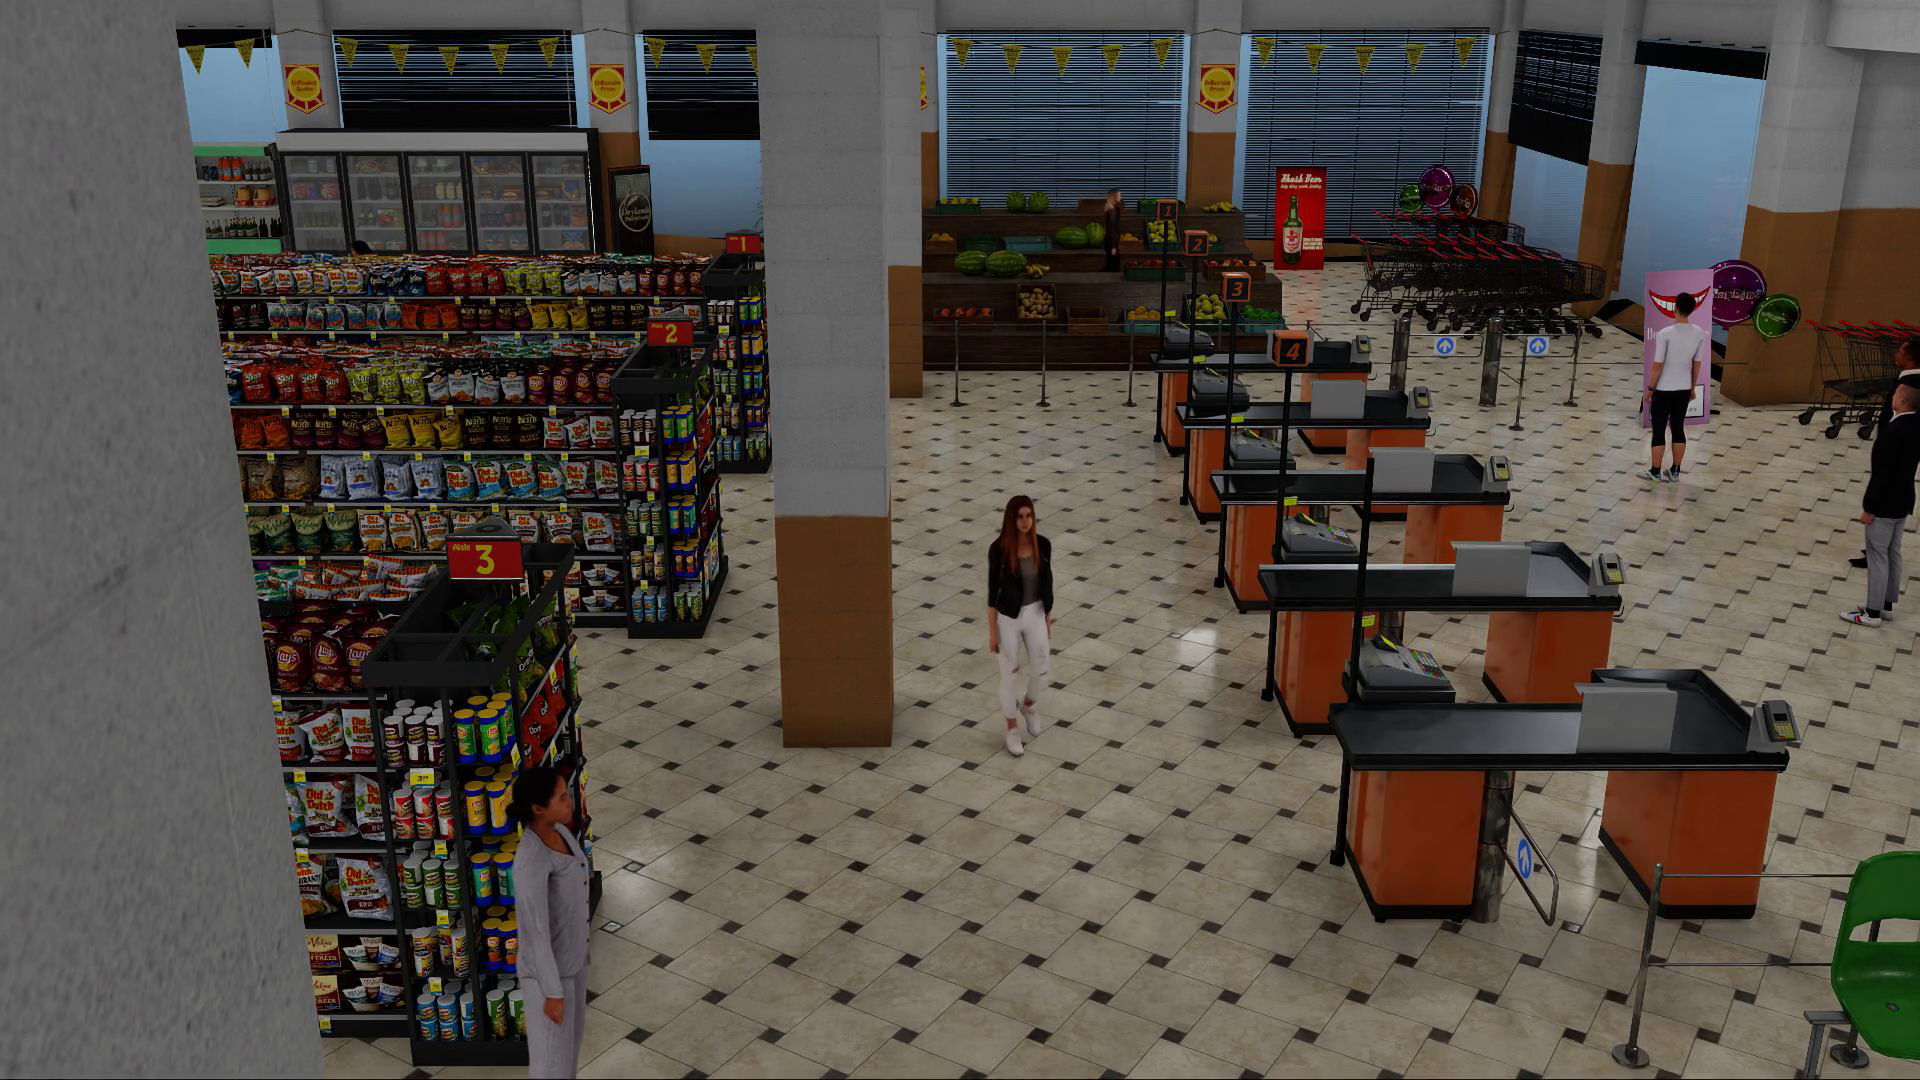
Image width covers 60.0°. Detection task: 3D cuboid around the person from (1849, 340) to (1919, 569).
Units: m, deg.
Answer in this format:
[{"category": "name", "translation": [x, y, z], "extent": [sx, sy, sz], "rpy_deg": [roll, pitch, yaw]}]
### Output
[{"category": "person", "translation": [7.739, -0.702, 13.723], "extent": [0.825, 1.918, 0.769], "rpy_deg": [17, 25, 41]}]

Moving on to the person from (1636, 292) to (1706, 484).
[{"category": "person", "translation": [6.914, -1.478, 16.132], "extent": [0.554, 1.851, 0.776], "rpy_deg": [-3, 19, -10]}]

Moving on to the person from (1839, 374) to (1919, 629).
[{"category": "person", "translation": [7.004, -0.308, 12.507], "extent": [0.756, 1.950, 0.857], "rpy_deg": [-14, 23, -35]}]

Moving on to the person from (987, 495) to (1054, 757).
[{"category": "person", "translation": [0.357, 0.503, 10.499], "extent": [0.651, 1.696, 0.713], "rpy_deg": [-4, 19, -12]}]

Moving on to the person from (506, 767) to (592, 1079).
[{"category": "person", "translation": [-1.667, 1.722, 6.821], "extent": [0.518, 1.736, 0.634], "rpy_deg": [0, 19, 1]}]
